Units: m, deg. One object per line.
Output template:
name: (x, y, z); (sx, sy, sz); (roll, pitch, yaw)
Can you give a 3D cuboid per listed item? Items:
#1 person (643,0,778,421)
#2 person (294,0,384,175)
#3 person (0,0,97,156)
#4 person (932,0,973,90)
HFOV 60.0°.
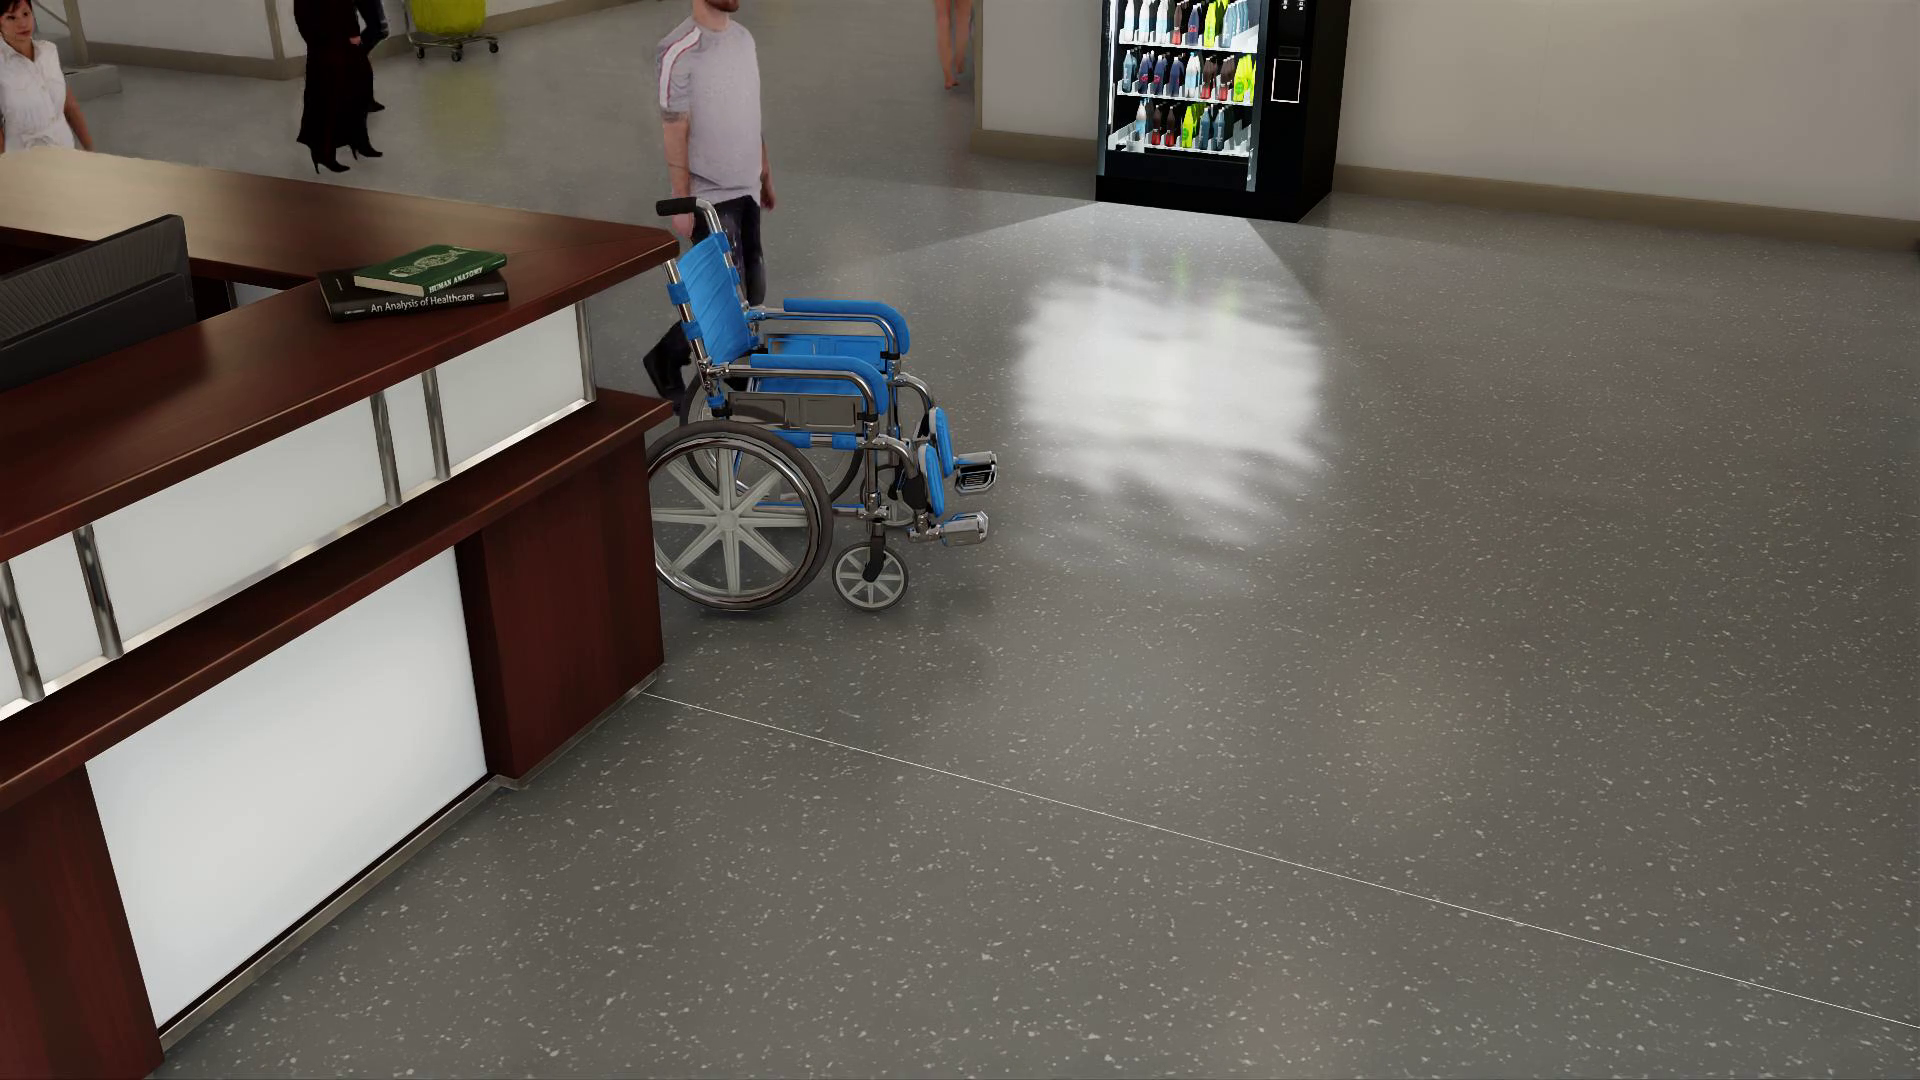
person: (-0.967, -1.297, 6.276); (0.797, 1.820, 0.645); (13, 28, 24)
person: (-3.936, -3.092, 10.091); (0.935, 1.740, 0.883); (-16, 30, -30)
person: (-4.138, -1.681, 7.404); (0.758, 1.531, 0.568); (10, 27, 19)
person: (-0.062, -4.279, 12.642); (1.058, 1.661, 0.920); (5, 26, 10)
